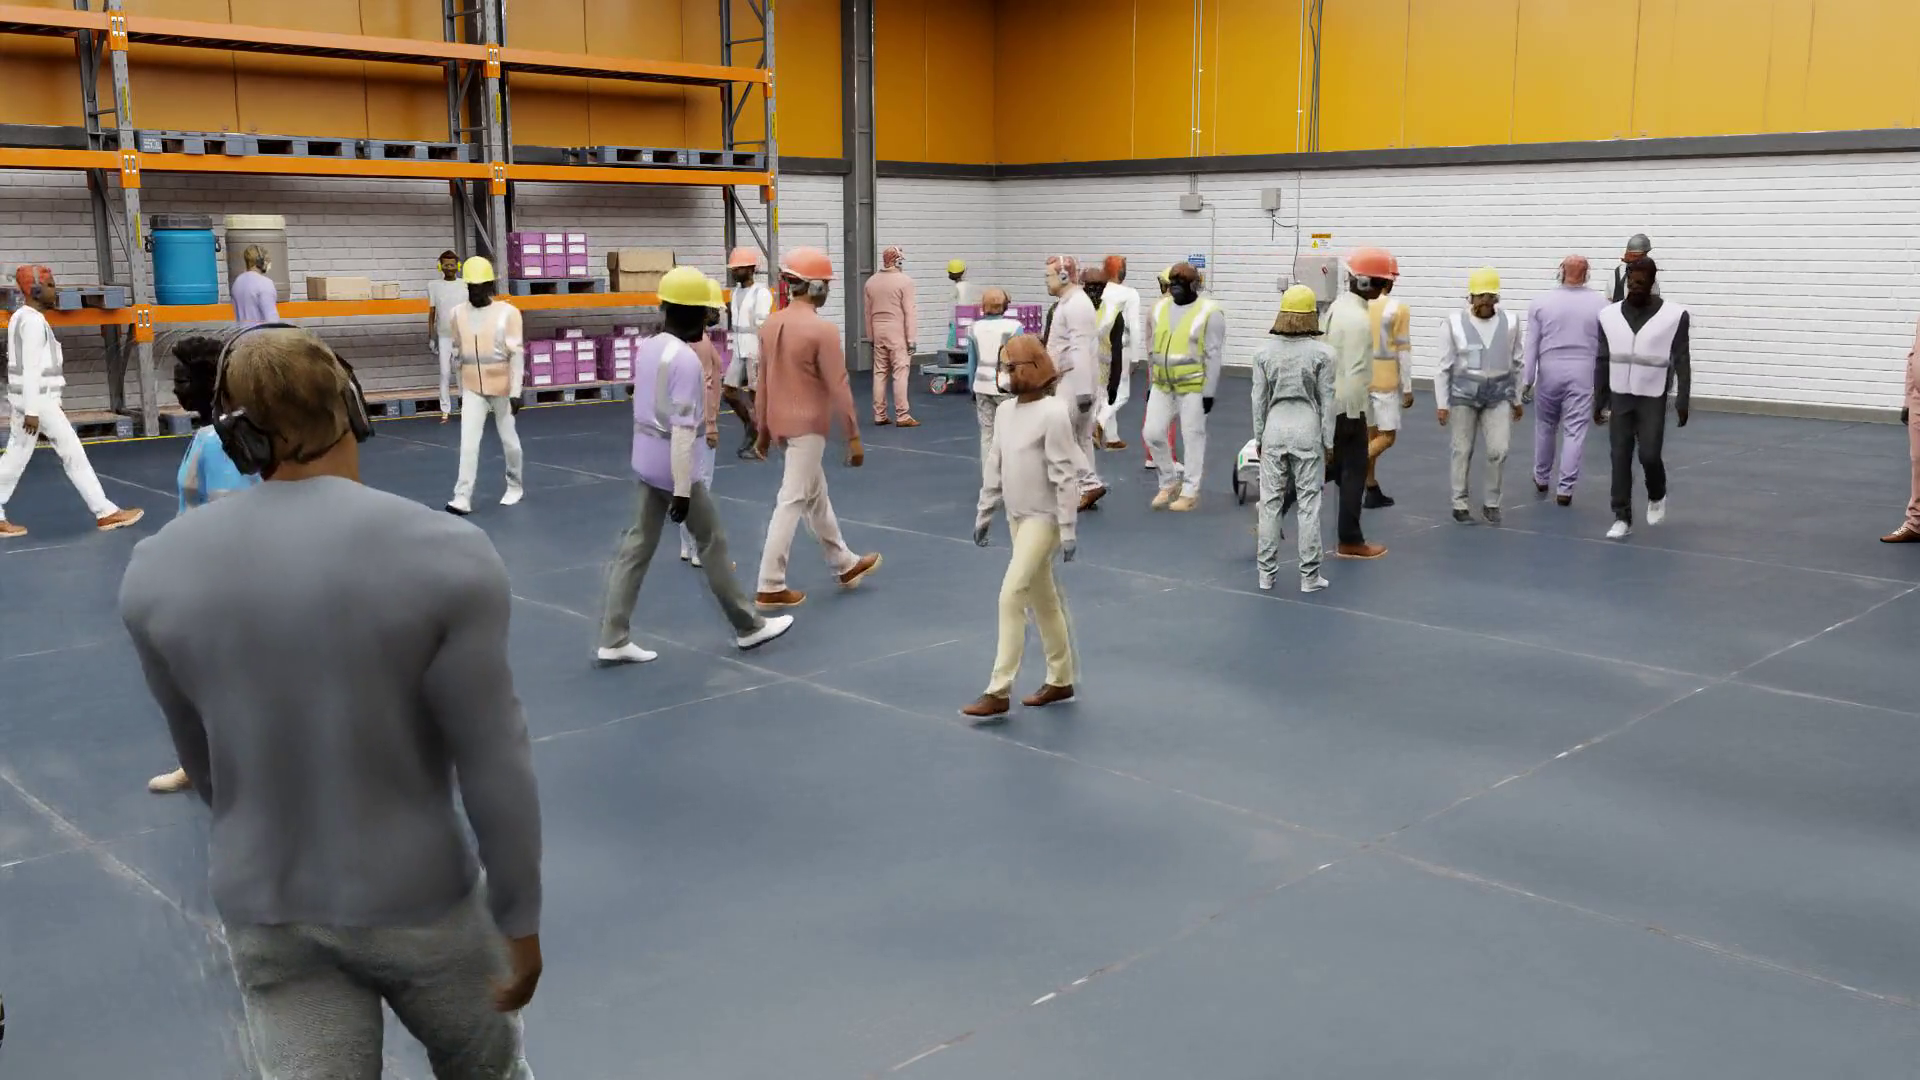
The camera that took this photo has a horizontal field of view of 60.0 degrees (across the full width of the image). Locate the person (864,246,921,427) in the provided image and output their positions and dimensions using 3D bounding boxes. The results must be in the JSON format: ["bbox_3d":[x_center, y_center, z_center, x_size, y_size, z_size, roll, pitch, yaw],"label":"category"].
[{"bbox_3d":[-0.704,-2.151,17.641,0.643,1.909,0.399,8,13,37],"label":"person"}]

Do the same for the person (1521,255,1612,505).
[{"bbox_3d":[4.650,-1.237,12.747,0.676,1.863,0.961,3,11,18],"label":"person"}]

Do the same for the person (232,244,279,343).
[{"bbox_3d":[-6.798,-1.897,16.171,0.633,1.940,0.364,8,13,38],"label":"person"}]

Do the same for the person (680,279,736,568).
[{"bbox_3d":[-1.572,-0.713,10.203,0.327,1.761,0.522,-4,11,-20],"label":"person"}]

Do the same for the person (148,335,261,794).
[{"bbox_3d":[-2.588,0.092,6.051,0.723,1.673,0.538,-6,12,-28],"label":"person"}]

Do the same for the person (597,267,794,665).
[{"bbox_3d":[-1.311,-0.346,7.884,0.995,1.870,0.609,-7,12,-33],"label":"person"}]

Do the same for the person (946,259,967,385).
[{"bbox_3d":[0.052,-2.941,22.479,0.761,1.710,0.580,0,10,-1],"label":"person"}]

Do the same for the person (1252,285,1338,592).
[{"bbox_3d":[1.903,-0.573,9.484,0.486,1.744,0.294,5,11,24],"label":"person"}]

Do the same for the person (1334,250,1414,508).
[{"bbox_3d":[2.982,-1.147,12.140,0.738,1.920,0.537,-8,13,-39],"label":"person"}]

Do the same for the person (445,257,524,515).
[{"bbox_3d":[-3.472,-1.131,12.194,0.594,1.862,1.005,1,10,7],"label":"person"}]

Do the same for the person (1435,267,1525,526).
[{"bbox_3d":[3.604,-0.977,11.534,0.645,1.800,0.549,0,10,2],"label":"person"}]

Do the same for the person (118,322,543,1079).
[{"bbox_3d":[-0.998,0.580,2.825,0.662,1.876,0.947,0,10,0],"label":"person"}]

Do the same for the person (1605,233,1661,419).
[{"bbox_3d":[7.384,-2.312,18.151,0.537,2.000,0.683,-3,11,-17],"label":"person"}]

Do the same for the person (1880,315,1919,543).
[{"bbox_3d":[6.333,-0.879,10.701,0.410,1.909,0.643,-3,11,-18],"label":"person"}]

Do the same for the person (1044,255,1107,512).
[{"bbox_3d":[0.824,-1.119,12.093,0.448,1.883,0.659,0,10,3],"label":"person"}]

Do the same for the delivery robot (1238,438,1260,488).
[{"bbox_3d":[2.328,-0.620,12.722,0.477,0.478,0.707,3,11,15],"label":"delivery robot"}]

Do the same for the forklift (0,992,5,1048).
[{"bbox_3d":[-3.245,0.323,3.363,2.313,2.155,1.214,2,11,13],"label":"forklift"}]

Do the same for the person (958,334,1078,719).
[{"bbox_3d":[0.203,-0.050,6.975,0.727,1.603,0.534,-5,12,-26],"label":"person"}]

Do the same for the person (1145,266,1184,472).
[{"bbox_3d":[1.795,-1.462,14.291,0.327,1.760,0.523,-5,12,-27],"label":"person"}]

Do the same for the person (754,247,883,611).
[{"bbox_3d":[-0.755,-0.612,9.124,0.989,1.943,0.658,-8,13,-38],"label":"person"}]

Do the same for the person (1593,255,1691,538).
[{"bbox_3d":[4.587,-0.959,11.170,0.636,1.893,0.574,9,13,39],"label":"person"}]

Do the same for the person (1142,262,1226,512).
[{"bbox_3d":[1.611,-1.106,12.153,0.659,1.826,0.482,9,14,39],"label":"person"}]

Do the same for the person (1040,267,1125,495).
[{"bbox_3d":[0.956,-1.243,13.054,0.630,1.781,0.998,4,11,20],"label":"person"}]

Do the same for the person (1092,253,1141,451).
[{"bbox_3d":[1.368,-1.712,15.385,0.580,1.864,0.721,7,13,35],"label":"person"}]

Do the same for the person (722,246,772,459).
[{"bbox_3d":[-1.917,-1.679,15.035,0.544,1.922,0.408,10,14,42],"label":"person"}]

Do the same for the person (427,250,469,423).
[{"bbox_3d":[-5.481,-2.187,17.974,0.515,1.861,0.322,-3,11,-15],"label":"person"}]

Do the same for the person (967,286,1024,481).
[{"bbox_3d":[0.290,-1.152,12.937,0.531,1.623,0.368,6,12,31],"label":"person"}]

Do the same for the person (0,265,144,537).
[{"bbox_3d":[-6.190,-0.931,11.225,1.025,1.826,0.597,-8,13,-36],"label":"person"}]

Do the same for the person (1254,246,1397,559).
[{"bbox_3d":[2.292,-0.833,10.337,0.748,1.958,0.650,-1,10,-3],"label":"person"}]
